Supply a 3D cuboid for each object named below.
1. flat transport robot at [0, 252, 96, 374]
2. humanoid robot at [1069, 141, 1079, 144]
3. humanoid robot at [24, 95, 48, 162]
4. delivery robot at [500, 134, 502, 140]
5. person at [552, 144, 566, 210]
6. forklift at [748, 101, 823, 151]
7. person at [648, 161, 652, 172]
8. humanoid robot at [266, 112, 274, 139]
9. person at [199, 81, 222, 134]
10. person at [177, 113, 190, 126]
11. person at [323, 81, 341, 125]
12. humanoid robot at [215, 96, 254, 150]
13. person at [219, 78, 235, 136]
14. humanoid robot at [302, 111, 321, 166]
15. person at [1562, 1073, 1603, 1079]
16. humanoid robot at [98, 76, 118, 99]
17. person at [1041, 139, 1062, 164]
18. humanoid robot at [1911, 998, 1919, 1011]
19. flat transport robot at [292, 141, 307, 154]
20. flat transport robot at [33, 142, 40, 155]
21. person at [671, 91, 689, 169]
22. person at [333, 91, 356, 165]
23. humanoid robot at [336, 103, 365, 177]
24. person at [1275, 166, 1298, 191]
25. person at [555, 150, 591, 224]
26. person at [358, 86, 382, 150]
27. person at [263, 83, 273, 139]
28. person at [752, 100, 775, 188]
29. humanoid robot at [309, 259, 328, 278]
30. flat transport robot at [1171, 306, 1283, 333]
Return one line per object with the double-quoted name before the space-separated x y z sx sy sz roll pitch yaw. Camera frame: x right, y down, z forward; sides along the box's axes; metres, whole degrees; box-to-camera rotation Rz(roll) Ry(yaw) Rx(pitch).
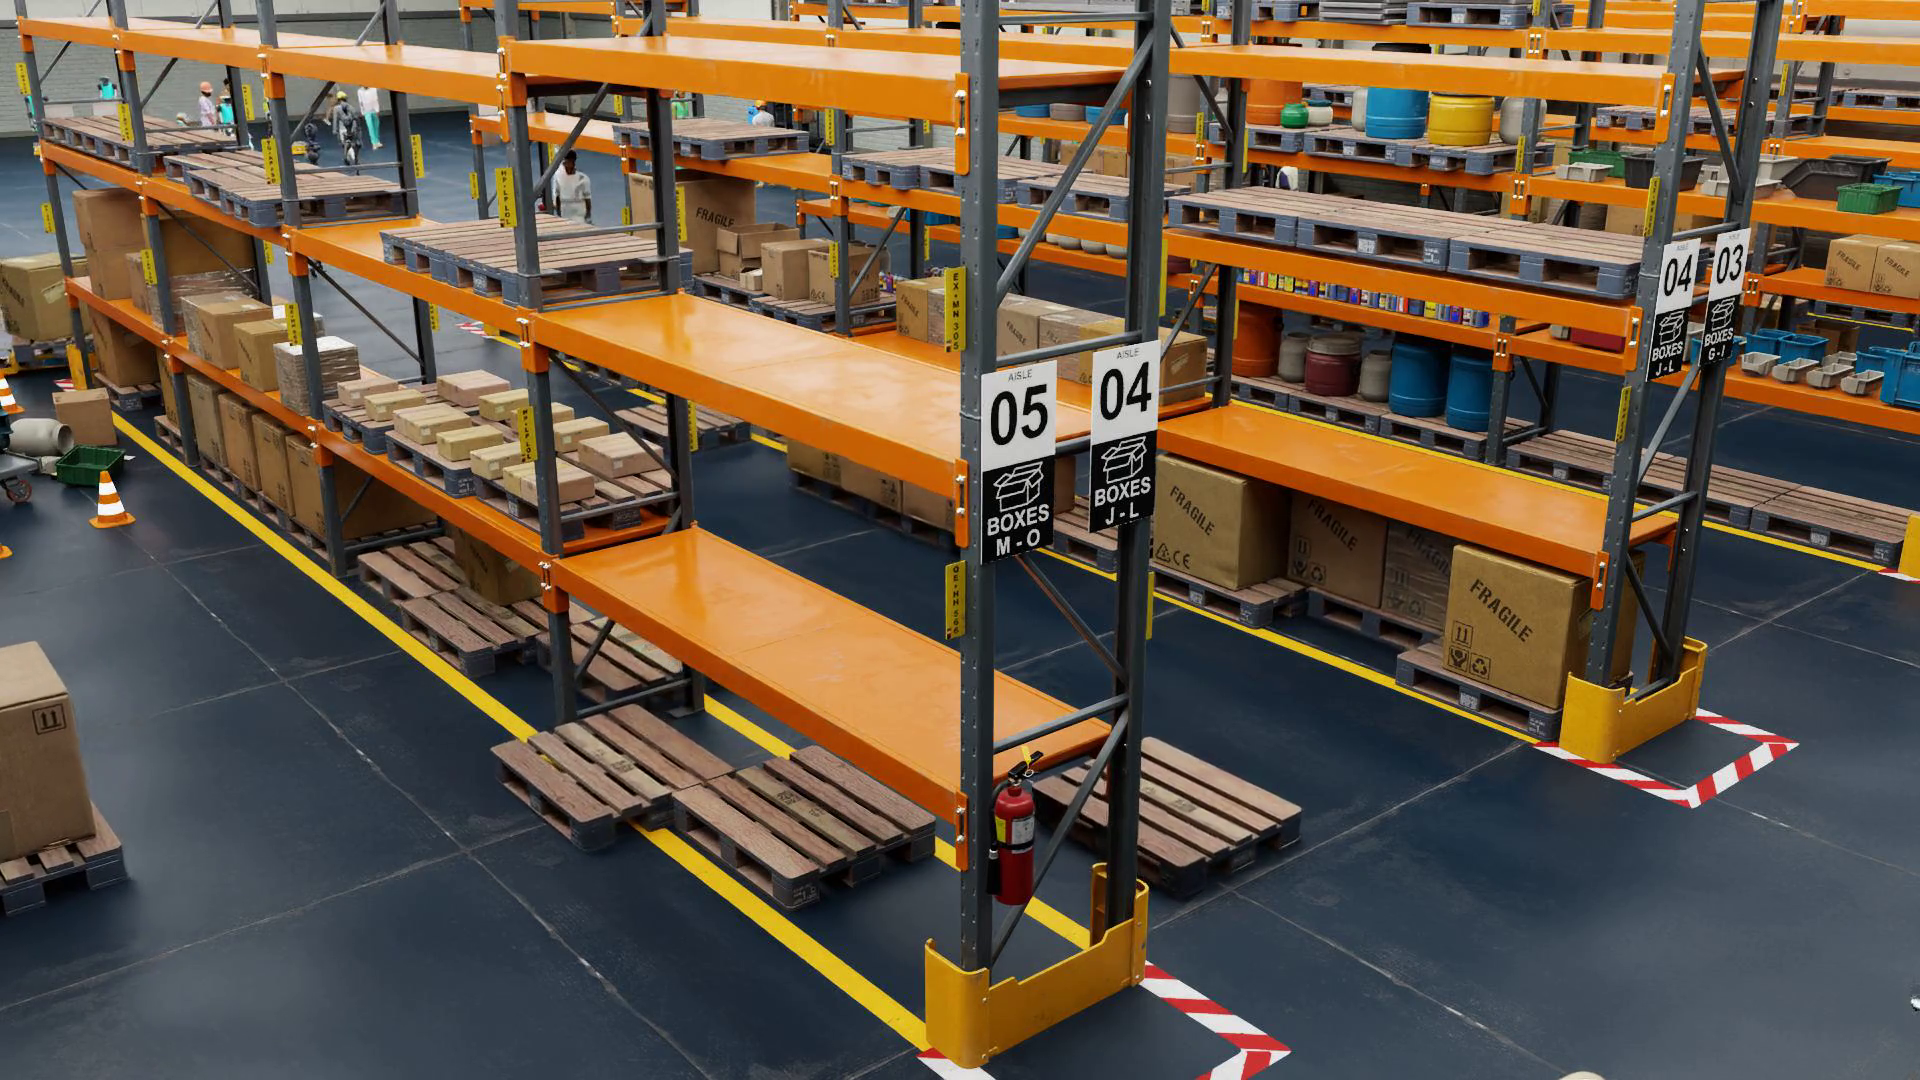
"flat transport robot" -10.961 -2.243 20.319 1.431 0.231 0.659 -10 22 -26
"humanoid robot" 2.538 -7.736 33.743 0.908 1.765 0.544 -15 24 -37
"humanoid robot" -22.234 -10.049 40.386 0.535 1.835 0.659 -2 19 -6
"delivery robot" -12.184 -11.134 45.164 0.499 0.575 0.750 -12 23 -31
"person" -7.760 -7.414 32.701 0.967 1.828 0.577 -12 23 -31
"forklift" -4.526 -11.368 42.374 1.129 2.768 1.873 -15 24 -37
"person" -6.056 -7.630 33.443 0.472 1.732 0.324 -4 20 -12
"humanoid robot" -15.695 -9.353 38.459 0.582 1.645 0.588 10 22 27
"person" -17.808 -9.889 39.505 0.881 1.990 0.597 -1 19 -3
"person" -15.106 -7.370 32.493 0.579 1.869 0.721 6 20 16
"person" -18.505 -13.193 49.118 0.513 1.841 0.912 15 24 37
"humanoid robot" -16.609 -9.310 38.258 1.052 1.741 0.534 13 23 32
"person" -18.676 -10.904 42.604 0.720 1.830 0.787 7 20 18
"humanoid robot" -13.790 -8.242 35.279 0.516 1.647 0.603 -2 19 -6
"person" 1.737 2.358 4.918 0.395 1.799 0.588 -17 26 -40
"humanoid robot" -22.583 -11.359 44.019 0.542 1.728 0.984 3 20 8
"person" 1.693 -6.909 31.363 0.429 1.754 0.546 -2 19 -6
"humanoid robot" 5.060 1.485 7.549 1.000 1.776 0.530 6 20 17
"flat transport robot" -16.905 -9.971 42.314 0.659 0.231 1.431 -10 22 -27
"flat transport robot" -23.182 -9.961 42.285 0.659 0.231 1.431 -10 22 -26
"person" -6.389 -9.410 38.143 0.395 1.978 0.489 11 22 29
"person" -14.600 -9.788 39.571 0.818 1.734 0.519 14 24 35
"humanoid robot" -13.667 -8.960 37.321 0.589 1.648 0.387 -3 20 -8
"person" 5.312 -5.470 27.151 0.415 1.832 0.560 10 22 25
"person" -6.003 -5.093 25.891 0.620 1.952 0.619 7 21 20
"person" -15.286 -11.089 43.090 0.499 1.862 0.937 -7 21 -19
"person" -18.564 -11.576 44.739 0.322 1.688 0.528 -7 20 -18
"person" -4.221 -8.530 35.777 0.569 1.889 0.389 -11 22 -29
"humanoid robot" -10.105 -4.928 25.902 0.593 1.635 0.741 1 19 4
"flat transport robot" 3.554 -2.900 22.189 0.659 0.231 1.431 -14 24 -34
